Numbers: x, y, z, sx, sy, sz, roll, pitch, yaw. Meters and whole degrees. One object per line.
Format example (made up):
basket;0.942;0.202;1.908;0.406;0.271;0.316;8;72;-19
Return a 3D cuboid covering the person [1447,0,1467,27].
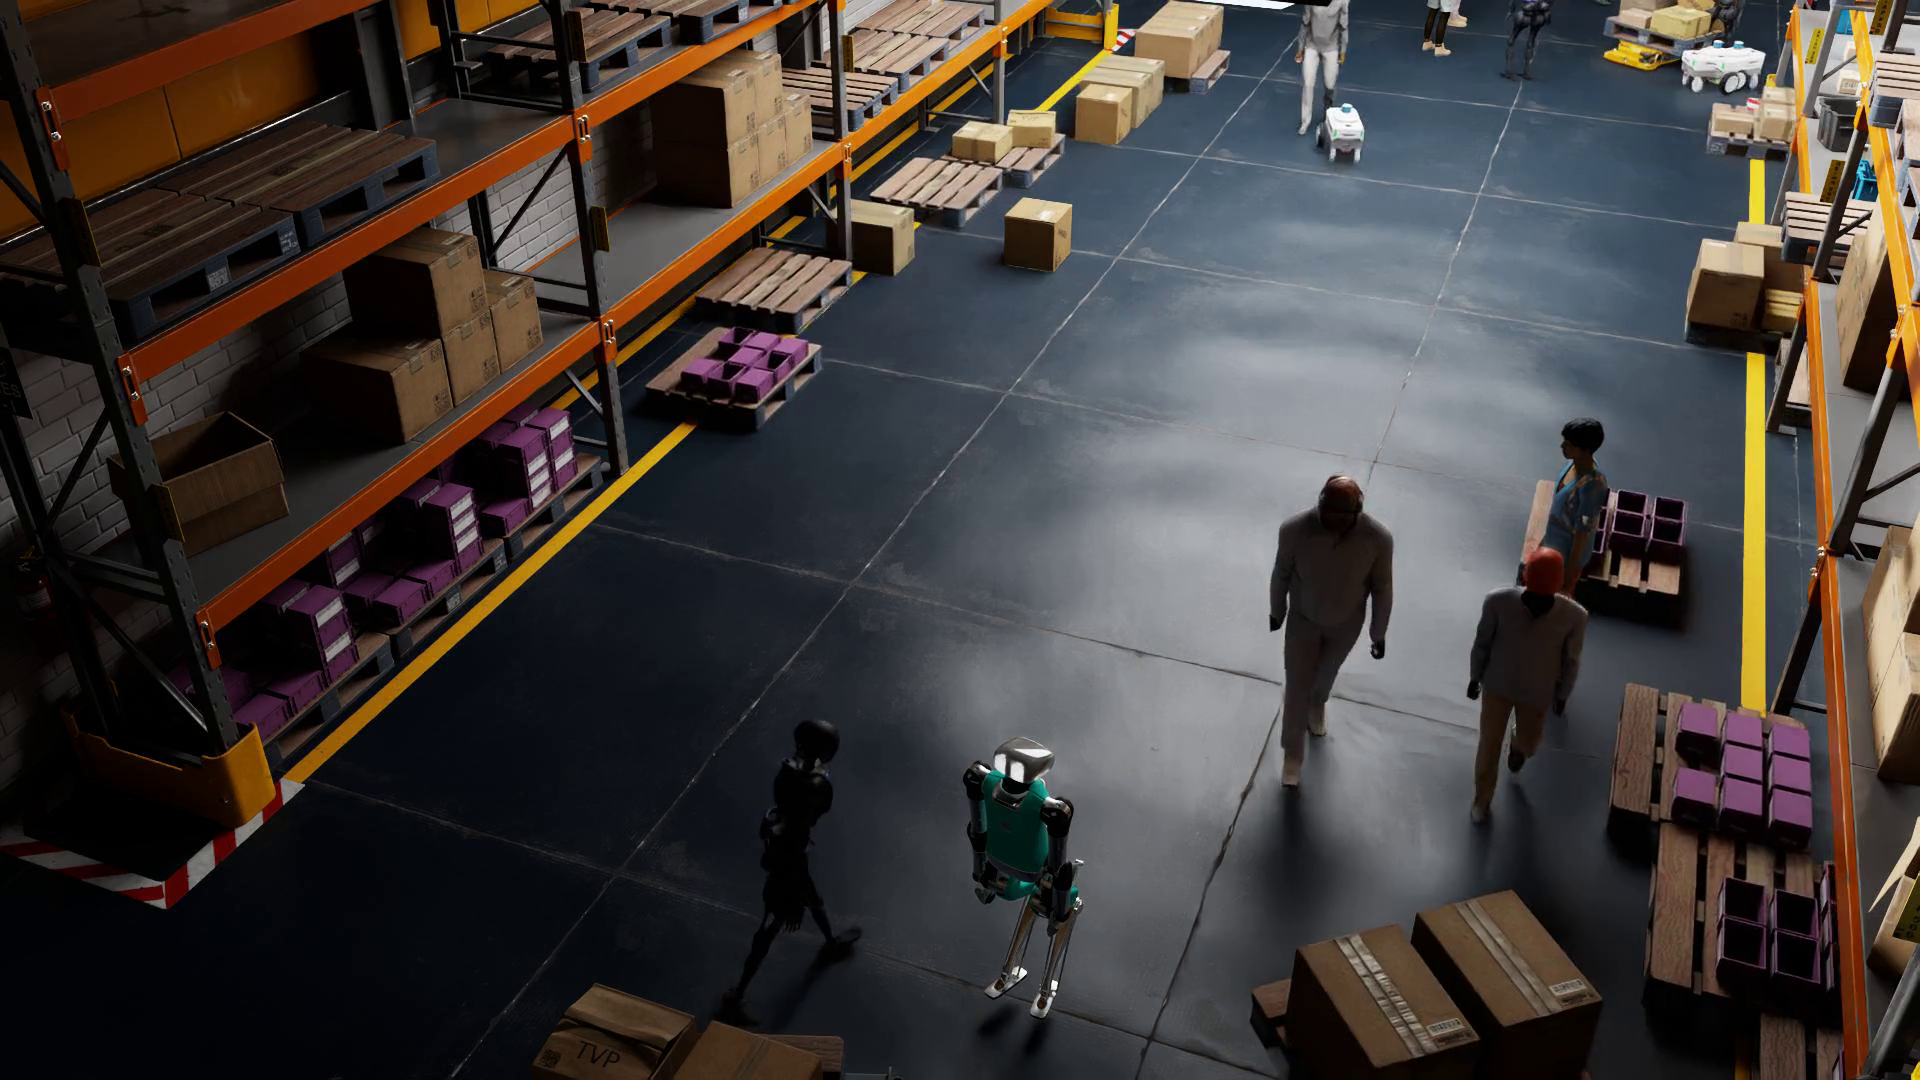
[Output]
person;6.790;-7.789;22.266;0.323;1.771;0.473;11;35;17

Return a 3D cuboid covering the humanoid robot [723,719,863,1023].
humanoid robot;-0.824;1.524;7.984;0.730;1.610;0.610;-5;33;-7

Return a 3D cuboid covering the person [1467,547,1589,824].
person;3.065;0.738;9.092;0.568;1.737;0.554;12;35;18

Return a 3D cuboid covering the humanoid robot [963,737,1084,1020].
humanoid robot;0.385;1.503;7.790;0.533;1.677;0.735;20;38;28

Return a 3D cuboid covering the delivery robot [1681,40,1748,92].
delivery robot;9.205;-5.778;20.271;0.767;0.595;0.517;-2;33;-4

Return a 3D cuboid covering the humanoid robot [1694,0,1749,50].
humanoid robot;9.492;-6.647;20.643;0.749;1.659;0.590;-15;36;-22

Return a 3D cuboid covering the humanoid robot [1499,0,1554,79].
humanoid robot;6.966;-6.468;20.296;0.591;1.648;0.360;-5;33;-8

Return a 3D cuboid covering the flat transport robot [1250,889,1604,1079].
flat transport robot;2.085;2.525;7.684;0.659;0.231;1.431;-10;34;-15

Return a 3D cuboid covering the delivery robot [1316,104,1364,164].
delivery robot;4.215;-4.489;18.265;0.499;0.583;0.767;2;33;3

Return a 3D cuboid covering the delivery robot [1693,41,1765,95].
delivery robot;9.384;-5.746;20.232;0.778;0.607;0.521;-14;35;-21

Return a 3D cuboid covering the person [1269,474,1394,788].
person;2.074;0.489;9.366;0.663;1.859;0.967;4;33;6

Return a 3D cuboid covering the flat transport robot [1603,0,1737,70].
flat transport robot;9.006;-6.313;21.361;1.431;0.231;0.659;-20;38;-28

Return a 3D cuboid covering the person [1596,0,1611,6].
person;8.996;-8.437;23.312;0.531;1.728;0.821;-22;39;-30

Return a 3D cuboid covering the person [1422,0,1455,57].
person;6.171;-7.040;21.177;0.319;1.693;0.531;-14;35;-21

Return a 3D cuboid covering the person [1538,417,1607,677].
person;3.666;0.053;10.139;0.341;1.758;0.506;2;33;3

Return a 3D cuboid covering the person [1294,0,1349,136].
person;4.064;-5.538;18.679;0.567;1.881;0.661;11;35;17
